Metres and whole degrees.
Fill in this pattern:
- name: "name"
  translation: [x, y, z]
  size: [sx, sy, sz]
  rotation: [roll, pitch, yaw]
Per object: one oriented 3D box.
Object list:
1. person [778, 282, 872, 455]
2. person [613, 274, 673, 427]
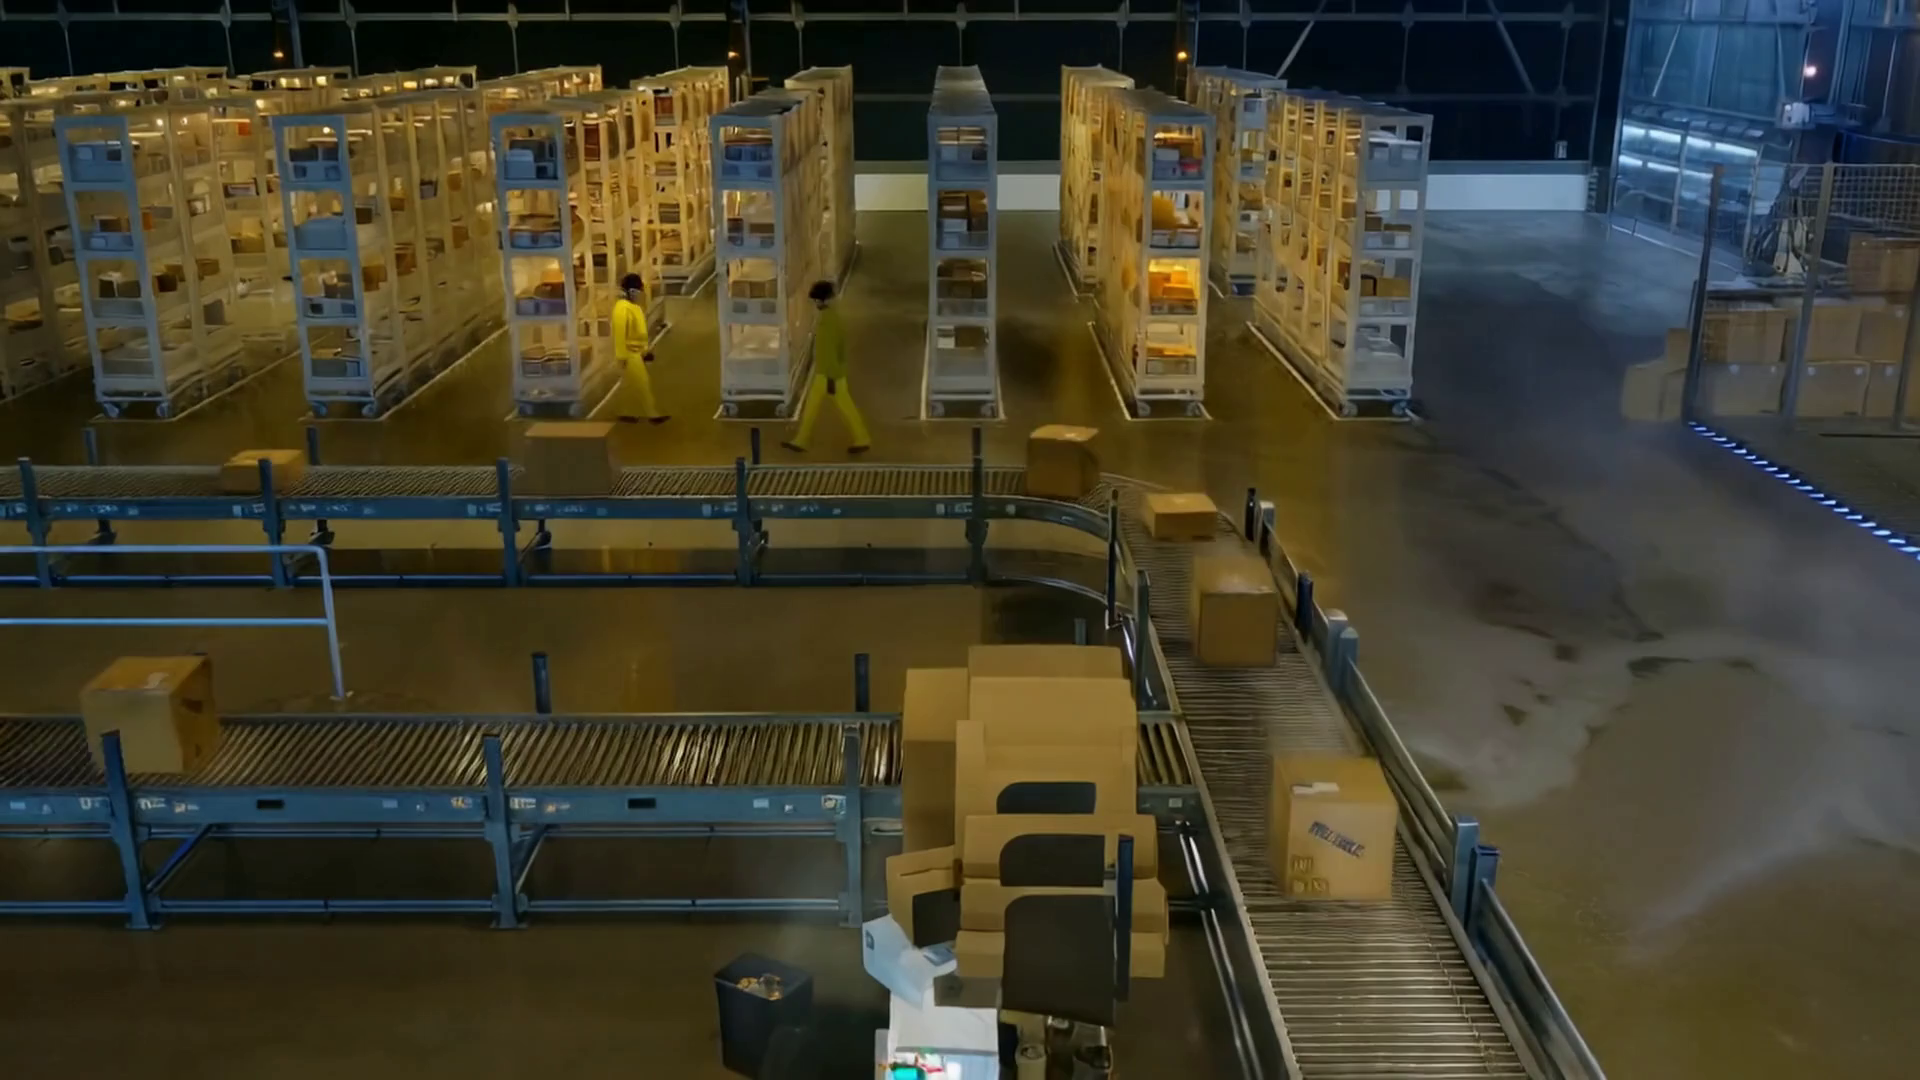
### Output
- name: "person"
  translation: [-1.461, -1.865, 18.268]
  size: [1.060, 1.945, 0.625]
  rotation: [4, 18, 13]
- name: "person"
  translation: [-3.727, -2.228, 19.575]
  size: [0.807, 1.800, 0.626]
  rotation: [2, 18, 6]
